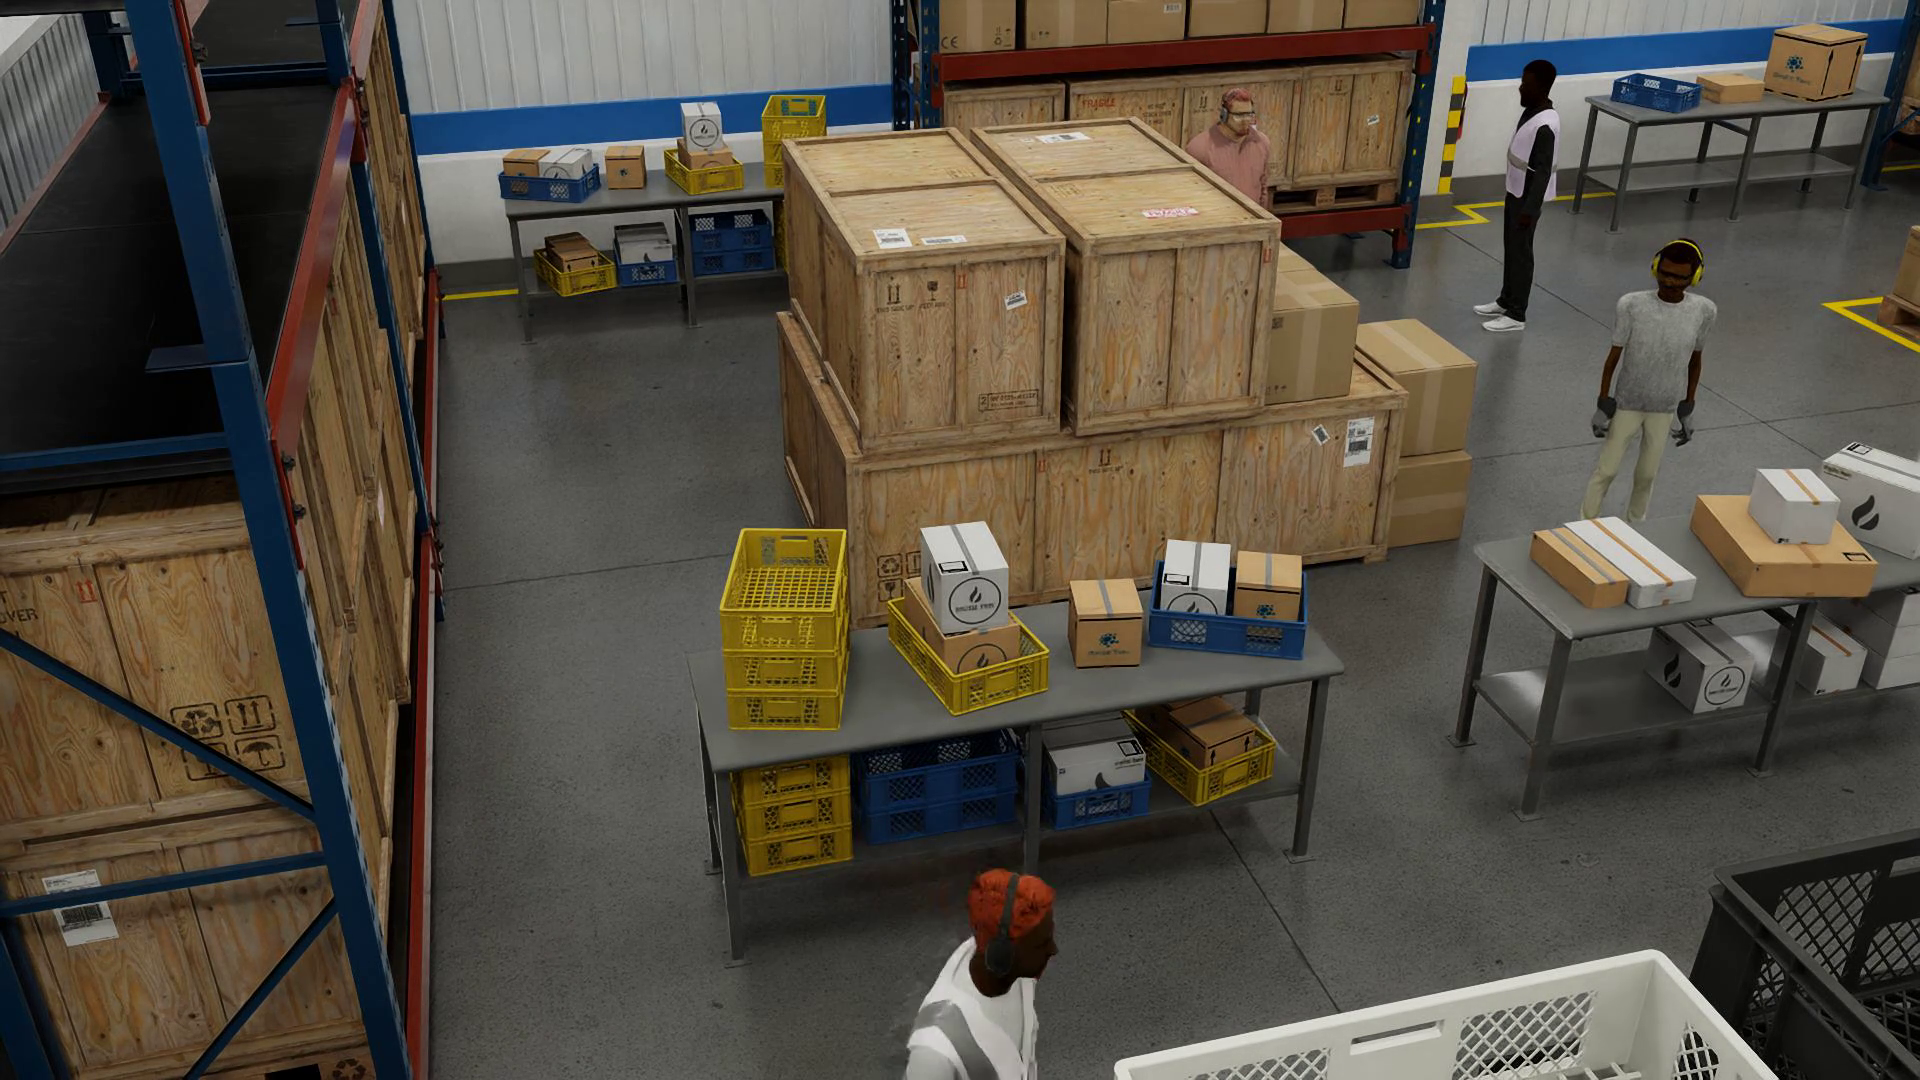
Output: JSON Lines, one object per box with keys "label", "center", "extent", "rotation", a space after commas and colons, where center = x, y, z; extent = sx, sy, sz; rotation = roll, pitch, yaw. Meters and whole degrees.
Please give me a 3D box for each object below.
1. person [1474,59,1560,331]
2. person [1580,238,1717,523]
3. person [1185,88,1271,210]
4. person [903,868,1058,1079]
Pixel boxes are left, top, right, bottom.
{"label": "person", "center": [4.017, -2.442, 11.826], "extent": [0.380, 1.916, 0.596], "rotation": [3, 29, 5]}
{"label": "person", "center": [3.585, -0.681, 8.687], "extent": [0.513, 1.863, 0.329], "rotation": [4, 29, 7]}
{"label": "person", "center": [1.788, -2.072, 11.167], "extent": [0.639, 1.909, 0.409], "rotation": [-11, 31, -20]}
{"label": "person", "center": [0.003, 1.642, 4.511], "extent": [0.928, 1.835, 0.586], "rotation": [9, 30, 16]}
